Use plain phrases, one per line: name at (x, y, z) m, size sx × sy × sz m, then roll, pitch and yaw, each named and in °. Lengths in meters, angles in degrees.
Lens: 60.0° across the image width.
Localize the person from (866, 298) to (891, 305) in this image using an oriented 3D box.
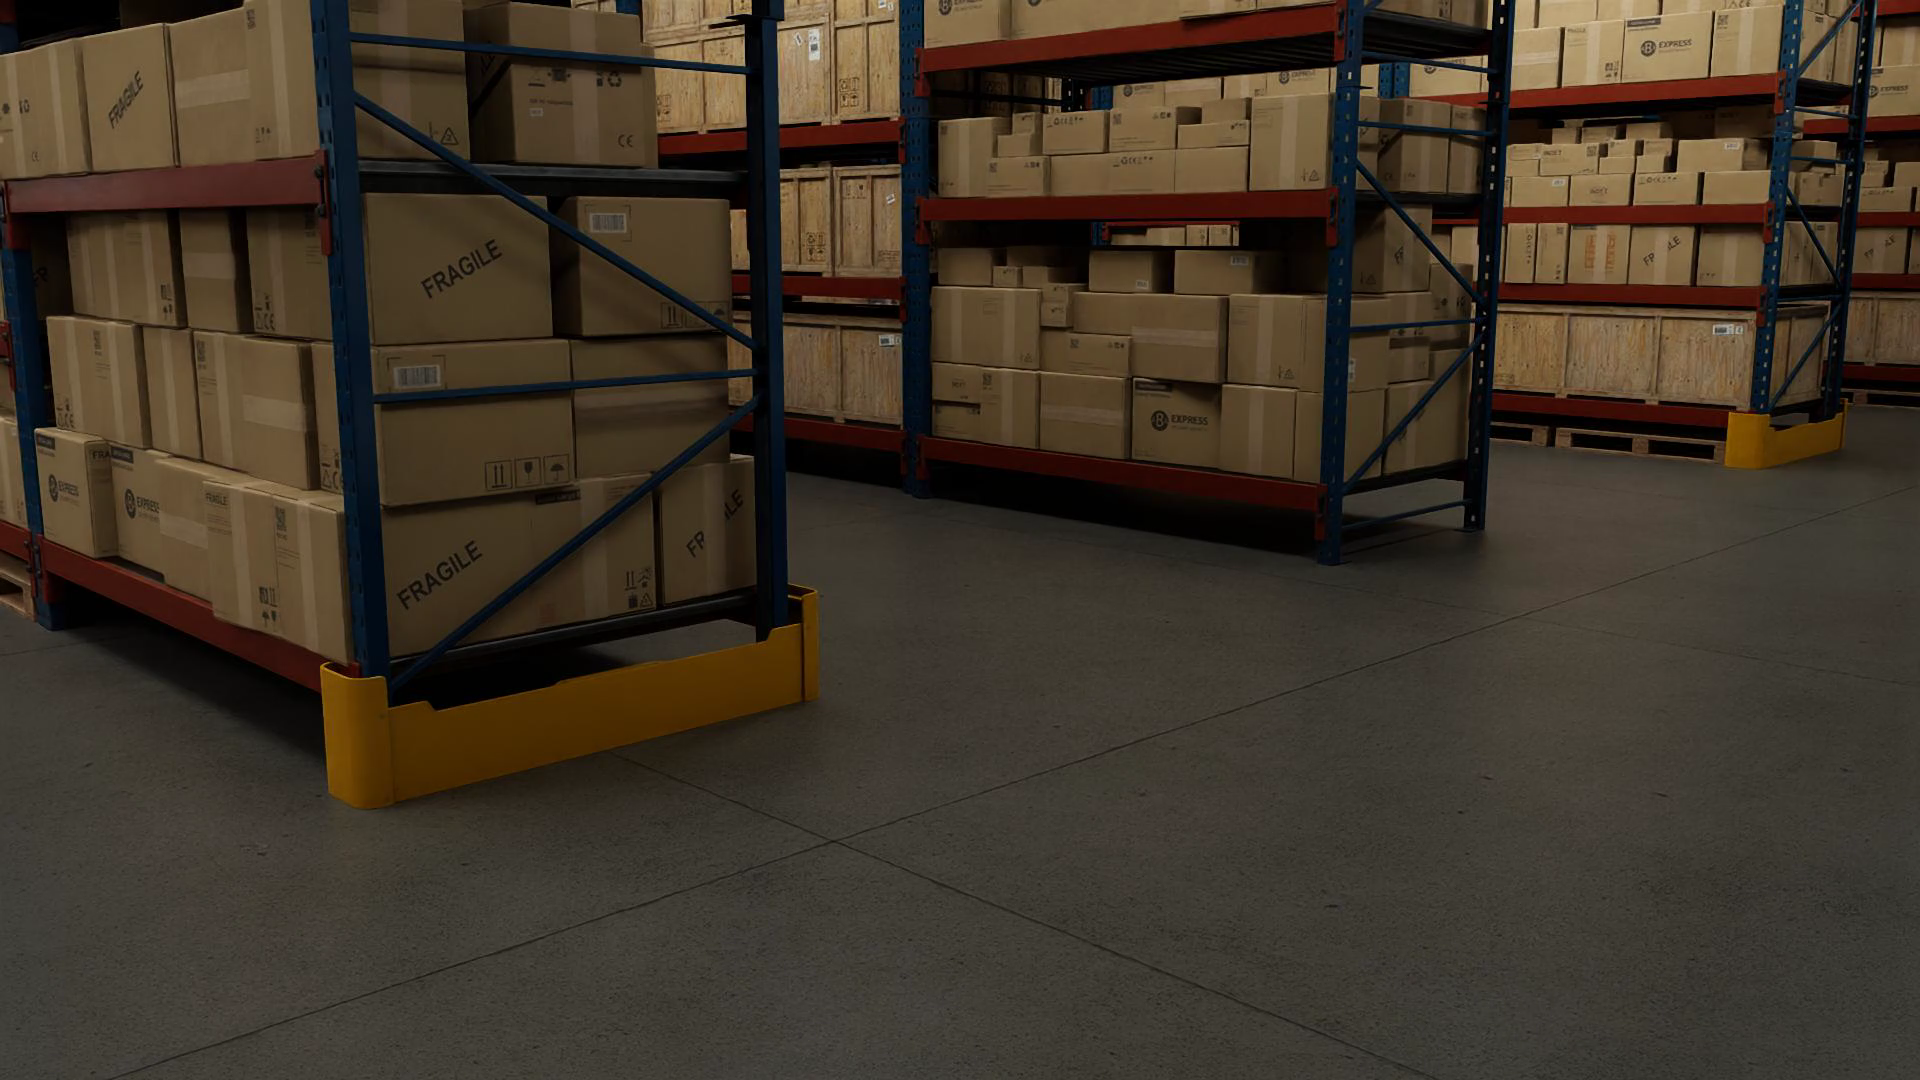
person at (-1.080, -2.795, 21.668) m, size 0.374 × 1.935 × 0.552 m, roll 4°, pitch 11°, yaw 19°
